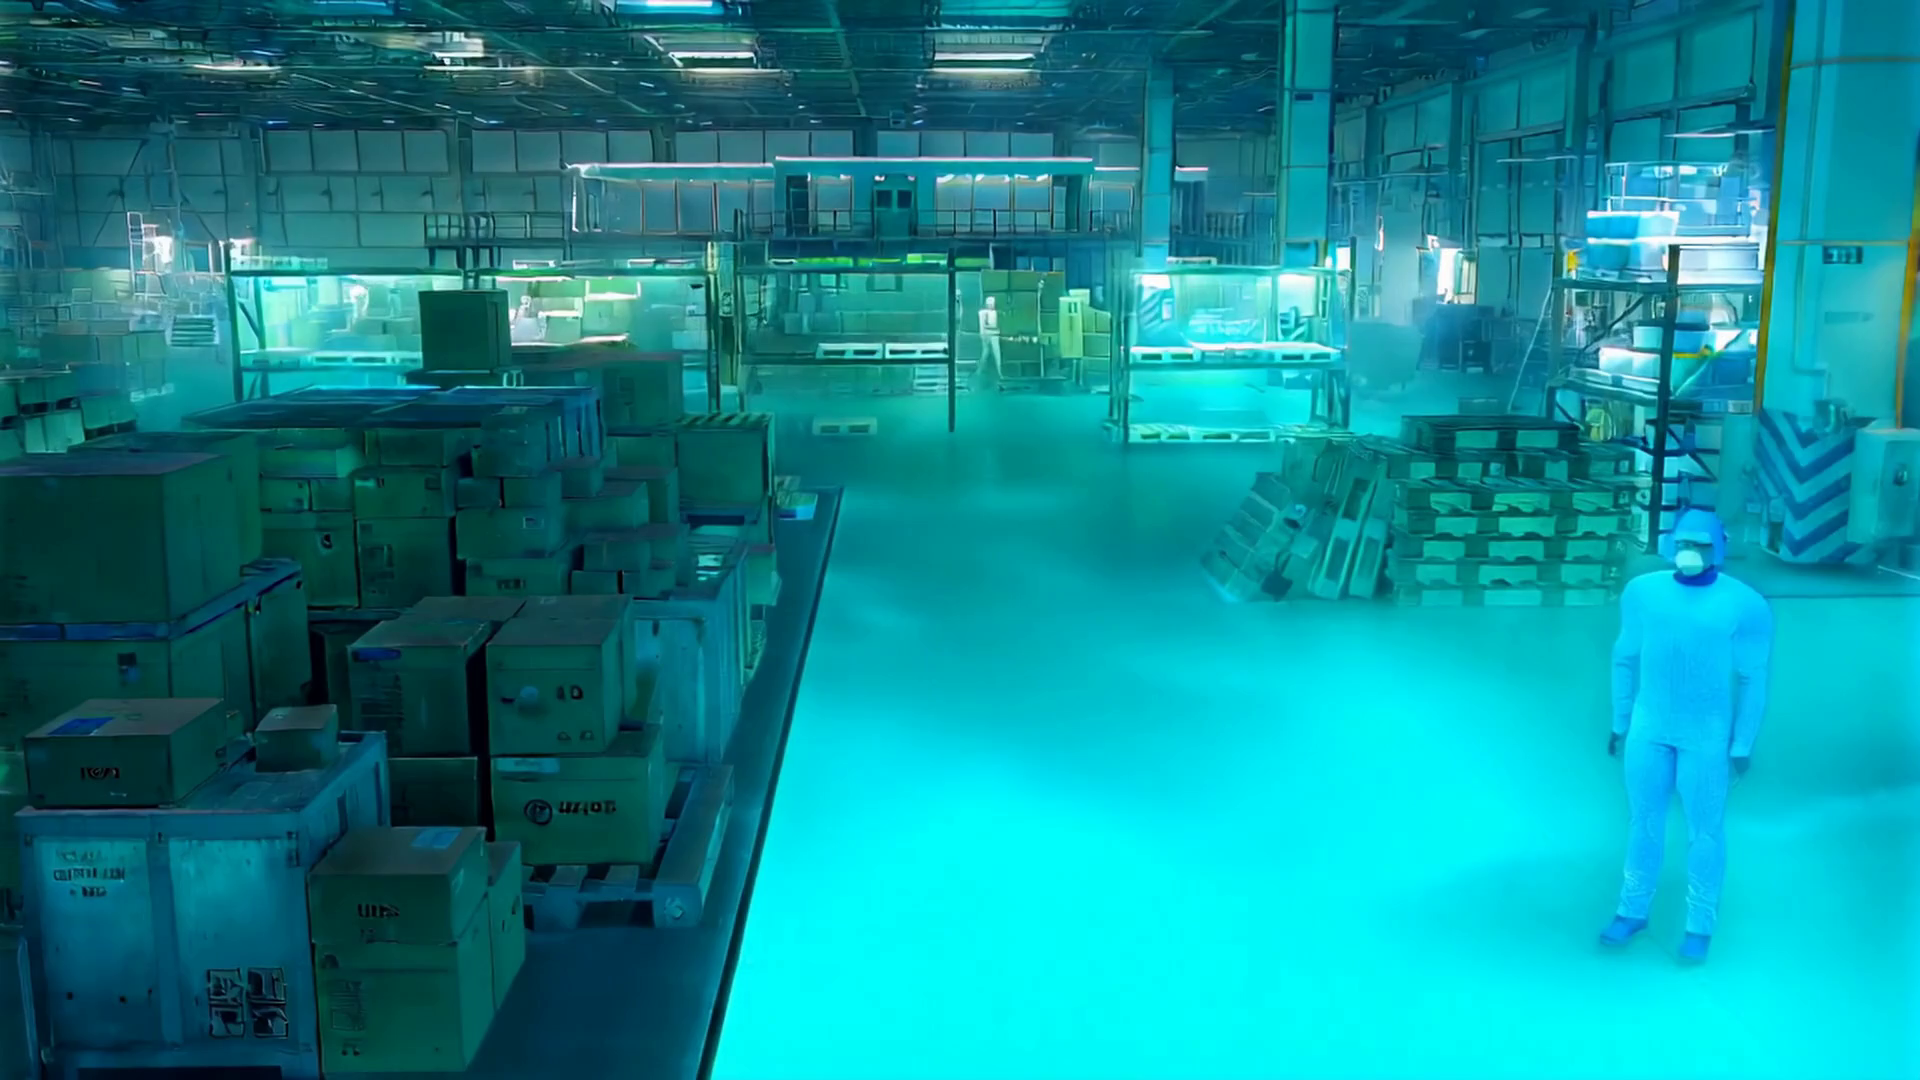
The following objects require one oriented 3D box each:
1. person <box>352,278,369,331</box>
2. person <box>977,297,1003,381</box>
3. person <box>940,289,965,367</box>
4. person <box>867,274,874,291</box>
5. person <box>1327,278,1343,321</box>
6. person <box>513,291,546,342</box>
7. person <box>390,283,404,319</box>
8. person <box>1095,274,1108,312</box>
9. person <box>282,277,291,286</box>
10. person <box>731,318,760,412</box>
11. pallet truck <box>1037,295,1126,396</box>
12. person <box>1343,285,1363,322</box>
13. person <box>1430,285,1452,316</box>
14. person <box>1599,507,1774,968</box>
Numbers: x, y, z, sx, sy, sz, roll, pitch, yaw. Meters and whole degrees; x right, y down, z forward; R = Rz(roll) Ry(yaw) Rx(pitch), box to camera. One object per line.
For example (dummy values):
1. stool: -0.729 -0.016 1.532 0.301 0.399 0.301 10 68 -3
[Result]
1. person: -20.326 -7.962 56.365 0.592 1.802 0.862 1 10 6
2. person: 0.660 -4.356 36.176 0.589 1.838 0.960 -6 12 -32
3. person: -0.167 -4.867 38.749 0.613 1.934 0.550 -8 13 -36
4. person: -3.339 -8.490 58.947 0.542 1.928 0.399 -3 11 -17
5. person: 13.136 -8.335 58.412 0.517 1.813 0.915 -7 12 -33
6. person: -8.833 -4.077 34.032 0.681 2.000 0.538 1 10 3
7. person: -15.274 -5.975 44.970 0.870 1.914 0.544 -6 12 -30
8. person: 4.924 -8.293 57.901 0.391 1.911 0.584 -6 12 -32
9. person: -24.663 -8.764 60.996 0.480 1.736 0.323 -2 10 -10
10. person: -3.587 -2.838 27.794 0.314 1.834 0.555 8 13 37
11. pallet truck: 2.483 -3.881 33.060 1.885 1.965 0.823 -7 13 -36
12. person: 10.724 -6.010 45.328 0.537 1.841 0.745 3 11 15
13. person: 13.211 -6.066 45.670 0.633 1.841 0.429 -2 10 -9
14. person: 3.047 0.821 7.031 0.631 1.940 0.369 9 14 42
